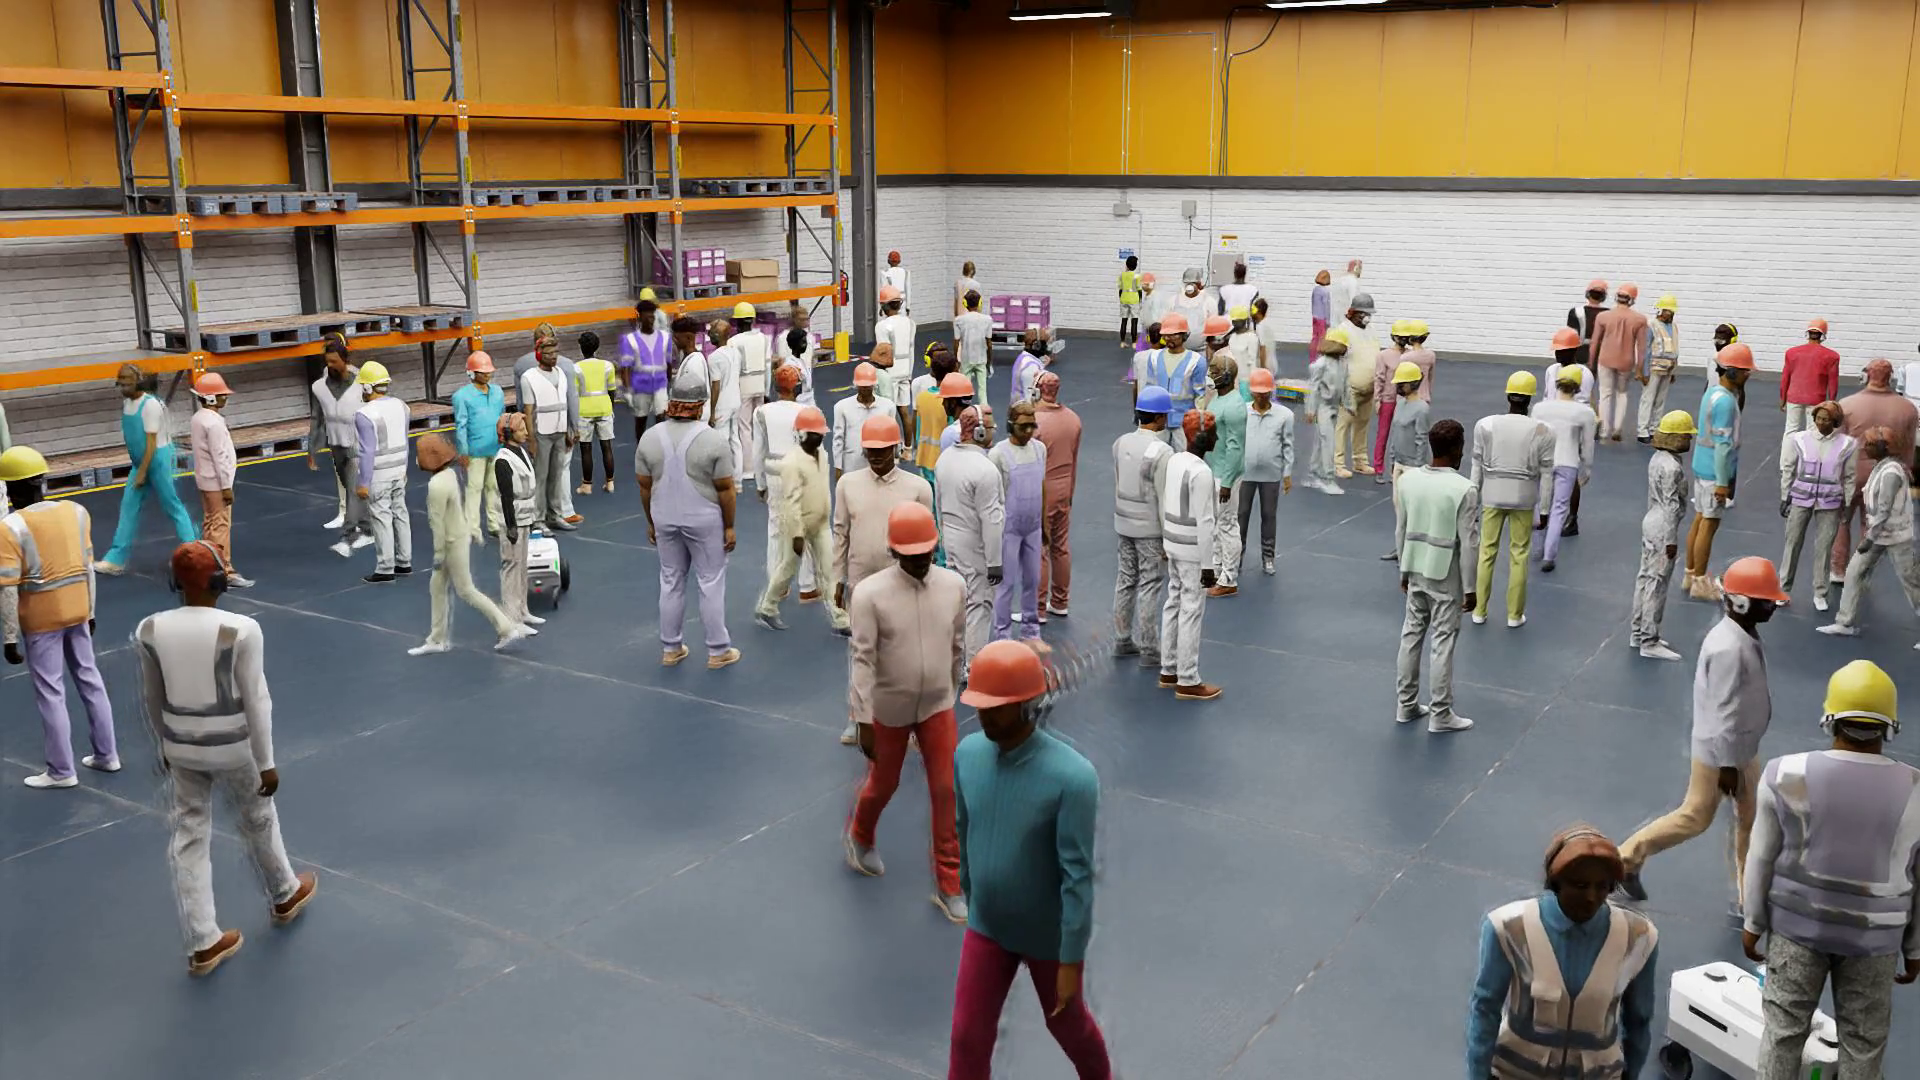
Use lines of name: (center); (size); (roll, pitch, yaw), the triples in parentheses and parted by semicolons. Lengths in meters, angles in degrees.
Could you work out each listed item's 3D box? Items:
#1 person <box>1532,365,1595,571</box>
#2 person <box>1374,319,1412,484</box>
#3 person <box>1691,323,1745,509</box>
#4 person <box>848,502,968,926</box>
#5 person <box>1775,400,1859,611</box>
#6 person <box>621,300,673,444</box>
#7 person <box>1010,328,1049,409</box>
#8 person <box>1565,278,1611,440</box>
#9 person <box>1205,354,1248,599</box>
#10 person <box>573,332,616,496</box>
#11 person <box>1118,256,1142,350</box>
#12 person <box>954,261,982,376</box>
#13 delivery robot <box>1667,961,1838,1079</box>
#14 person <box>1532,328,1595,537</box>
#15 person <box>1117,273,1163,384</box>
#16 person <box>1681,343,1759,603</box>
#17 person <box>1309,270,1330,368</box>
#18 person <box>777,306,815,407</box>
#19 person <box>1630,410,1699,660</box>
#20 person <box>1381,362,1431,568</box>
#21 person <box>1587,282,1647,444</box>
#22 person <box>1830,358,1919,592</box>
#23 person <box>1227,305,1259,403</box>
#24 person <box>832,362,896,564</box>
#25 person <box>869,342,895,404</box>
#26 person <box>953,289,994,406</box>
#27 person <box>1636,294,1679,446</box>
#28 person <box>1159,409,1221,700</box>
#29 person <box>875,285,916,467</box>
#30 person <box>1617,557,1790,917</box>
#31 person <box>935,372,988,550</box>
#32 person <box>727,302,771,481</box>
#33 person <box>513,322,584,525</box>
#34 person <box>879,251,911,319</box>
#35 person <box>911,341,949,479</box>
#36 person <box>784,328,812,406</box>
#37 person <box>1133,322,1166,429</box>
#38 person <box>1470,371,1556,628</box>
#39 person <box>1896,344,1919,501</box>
person: (5.140, -0.634, 14.250); (0.533, 1.710, 0.904); (7, 15, 28)
person: (4.685, -1.479, 17.826); (0.533, 1.768, 0.311); (-3, 13, -13)
person: (7.601, -1.233, 16.584); (0.368, 1.854, 0.527); (-4, 14, -16)
person: (-0.268, 0.747, 7.784); (0.619, 1.954, 0.908); (-6, 14, -23)
person: (6.614, -0.269, 12.857); (0.512, 1.638, 0.312); (6, 14, 25)
person: (-3.438, -1.692, 18.420); (0.623, 1.905, 1.019); (-6, 14, -26)
person: (0.705, -1.156, 16.288); (0.429, 1.830, 0.636); (-1, 13, -3)
person: (7.797, -2.227, 20.588); (0.655, 1.990, 0.904); (-1, 13, -5)
person: (2.078, -0.505, 13.222); (0.372, 1.940, 0.630); (-1, 13, -5)
person: (-3.806, -1.304, 17.216); (0.536, 1.696, 0.318); (-9, 16, -35)
person: (3.112, -4.318, 30.286); (0.529, 1.697, 0.321); (12, 17, 41)
person: (0.156, -3.534, 26.606); (0.529, 1.831, 0.403); (10, 17, 38)
delivery robot: (2.945, 1.797, 6.063); (0.477, 0.478, 0.707); (-5, 14, -22)
person: (5.556, -0.996, 15.378); (0.387, 1.929, 0.546); (-6, 14, -23)
person: (2.825, -3.215, 25.443); (0.833, 1.711, 0.583); (-5, 14, -22)
person: (5.999, -0.535, 13.132); (0.407, 2.039, 0.609); (3, 13, 14)
person: (5.964, -3.631, 27.444); (0.279, 1.634, 0.498); (-4, 14, -16)
person: (-1.892, -1.792, 19.137); (0.517, 1.803, 0.942); (-9, 16, -34)
person: (4.944, -0.044, 11.650); (0.295, 1.744, 0.489); (2, 13, 8)
person: (3.824, -0.647, 14.246); (0.341, 1.755, 0.532); (-3, 13, -11)
person: (8.005, -2.158, 20.323); (0.634, 1.961, 0.550); (3, 13, 12)
person: (7.299, -0.529, 13.432); (0.685, 1.890, 0.531); (2, 13, 9)
person: (3.342, -1.911, 19.722); (0.549, 1.749, 0.541); (-9, 16, -35)
person: (-0.808, -0.658, 14.295); (0.571, 1.747, 0.342); (-3, 13, -12)
person: (-0.776, -1.189, 16.855); (0.265, 1.632, 0.508); (-4, 14, -17)
person: (0.164, -2.175, 20.647); (0.509, 1.860, 0.334); (-1, 13, -5)
person: (8.507, -2.068, 20.233); (0.589, 1.833, 0.404); (-8, 15, -32)
person: (1.493, 0.089, 10.763); (0.337, 1.882, 0.585); (-4, 13, -15)
person: (-0.771, -1.856, 18.854); (0.388, 2.039, 0.614); (10, 16, 37)
person: (3.440, 0.906, 7.591); (0.807, 1.725, 0.562); (10, 16, 37)
person: (-0.007, -0.264, 12.207); (0.385, 1.930, 0.547); (7, 15, 29)
person: (-2.325, -1.609, 18.048); (0.409, 1.919, 0.622); (11, 17, 41)
person: (-3.875, -1.083, 15.727); (0.636, 1.939, 0.363); (3, 13, 15)
person: (-1.117, -4.007, 28.529); (0.585, 1.882, 0.340); (-7, 15, -28)
person: (-0.197, -0.840, 14.822); (0.519, 1.873, 0.328); (-9, 16, -35)
person: (-1.719, -1.395, 17.607); (0.315, 1.697, 0.541); (1, 13, 4)
person: (1.948, -1.257, 16.678); (0.346, 1.857, 0.523); (-13, 18, -43)
person: (4.094, -0.298, 12.377); (0.587, 1.920, 0.383); (6, 14, 24)
person: (9.777, -1.238, 16.956); (0.320, 1.686, 0.539); (-6, 14, -25)
